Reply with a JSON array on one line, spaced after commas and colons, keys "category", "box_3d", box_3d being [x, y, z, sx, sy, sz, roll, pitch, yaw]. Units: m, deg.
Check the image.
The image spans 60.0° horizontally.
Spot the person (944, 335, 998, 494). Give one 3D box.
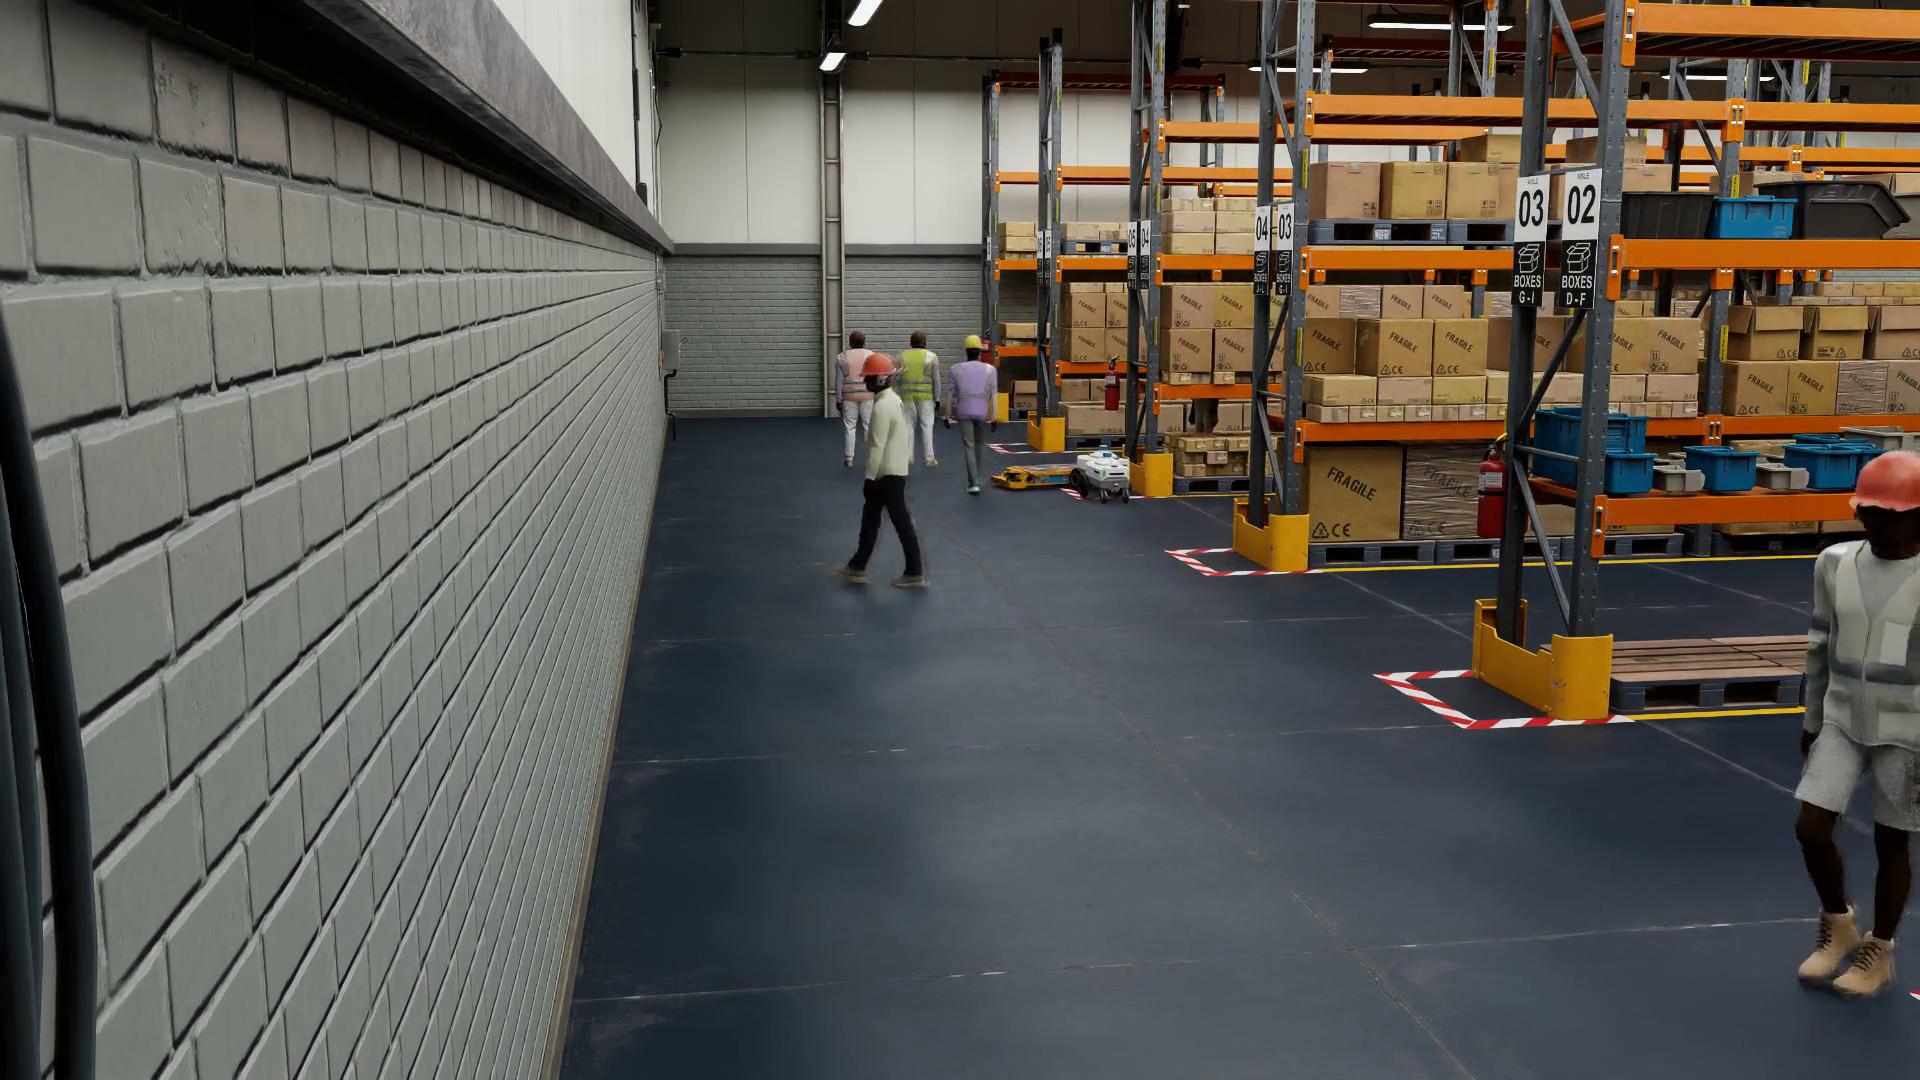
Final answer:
[{"category": "person", "box_3d": [0.131, -1.513, 19.976, 0.612, 1.871, 0.996, -2, 9, -11]}]

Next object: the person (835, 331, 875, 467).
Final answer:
[{"category": "person", "box_3d": [-1.381, -1.907, 22.526, 0.633, 1.841, 0.429, -2, 9, -9]}]

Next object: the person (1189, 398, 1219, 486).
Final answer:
[{"category": "person", "box_3d": [3.008, -1.591, 20.536, 0.332, 1.858, 0.511, -5, 10, -27]}]

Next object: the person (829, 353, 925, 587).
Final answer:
[{"category": "person", "box_3d": [-0.725, -0.570, 13.892, 0.957, 1.954, 0.639, 1, 9, 5]}]

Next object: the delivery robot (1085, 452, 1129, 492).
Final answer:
[{"category": "delivery robot", "box_3d": [1.699, -0.775, 19.208, 0.477, 0.478, 0.707, -2, 9, -13]}]

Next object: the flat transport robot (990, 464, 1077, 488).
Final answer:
[{"category": "flat transport robot", "box_3d": [1.158, -0.800, 20.525, 1.431, 0.197, 0.652, -3, 10, -20]}]

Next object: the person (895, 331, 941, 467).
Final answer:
[{"category": "person", "box_3d": [-0.561, -1.912, 22.559, 0.634, 1.839, 0.429, 2, 10, 14]}]

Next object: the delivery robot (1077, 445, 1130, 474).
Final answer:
[{"category": "delivery robot", "box_3d": [1.719, -0.891, 19.925, 0.477, 0.478, 0.707, -6, 11, -31]}]

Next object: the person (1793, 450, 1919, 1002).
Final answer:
[{"category": "person", "box_3d": [3.276, 0.684, 5.970, 0.487, 2.023, 0.624, -6, 11, -34]}]
